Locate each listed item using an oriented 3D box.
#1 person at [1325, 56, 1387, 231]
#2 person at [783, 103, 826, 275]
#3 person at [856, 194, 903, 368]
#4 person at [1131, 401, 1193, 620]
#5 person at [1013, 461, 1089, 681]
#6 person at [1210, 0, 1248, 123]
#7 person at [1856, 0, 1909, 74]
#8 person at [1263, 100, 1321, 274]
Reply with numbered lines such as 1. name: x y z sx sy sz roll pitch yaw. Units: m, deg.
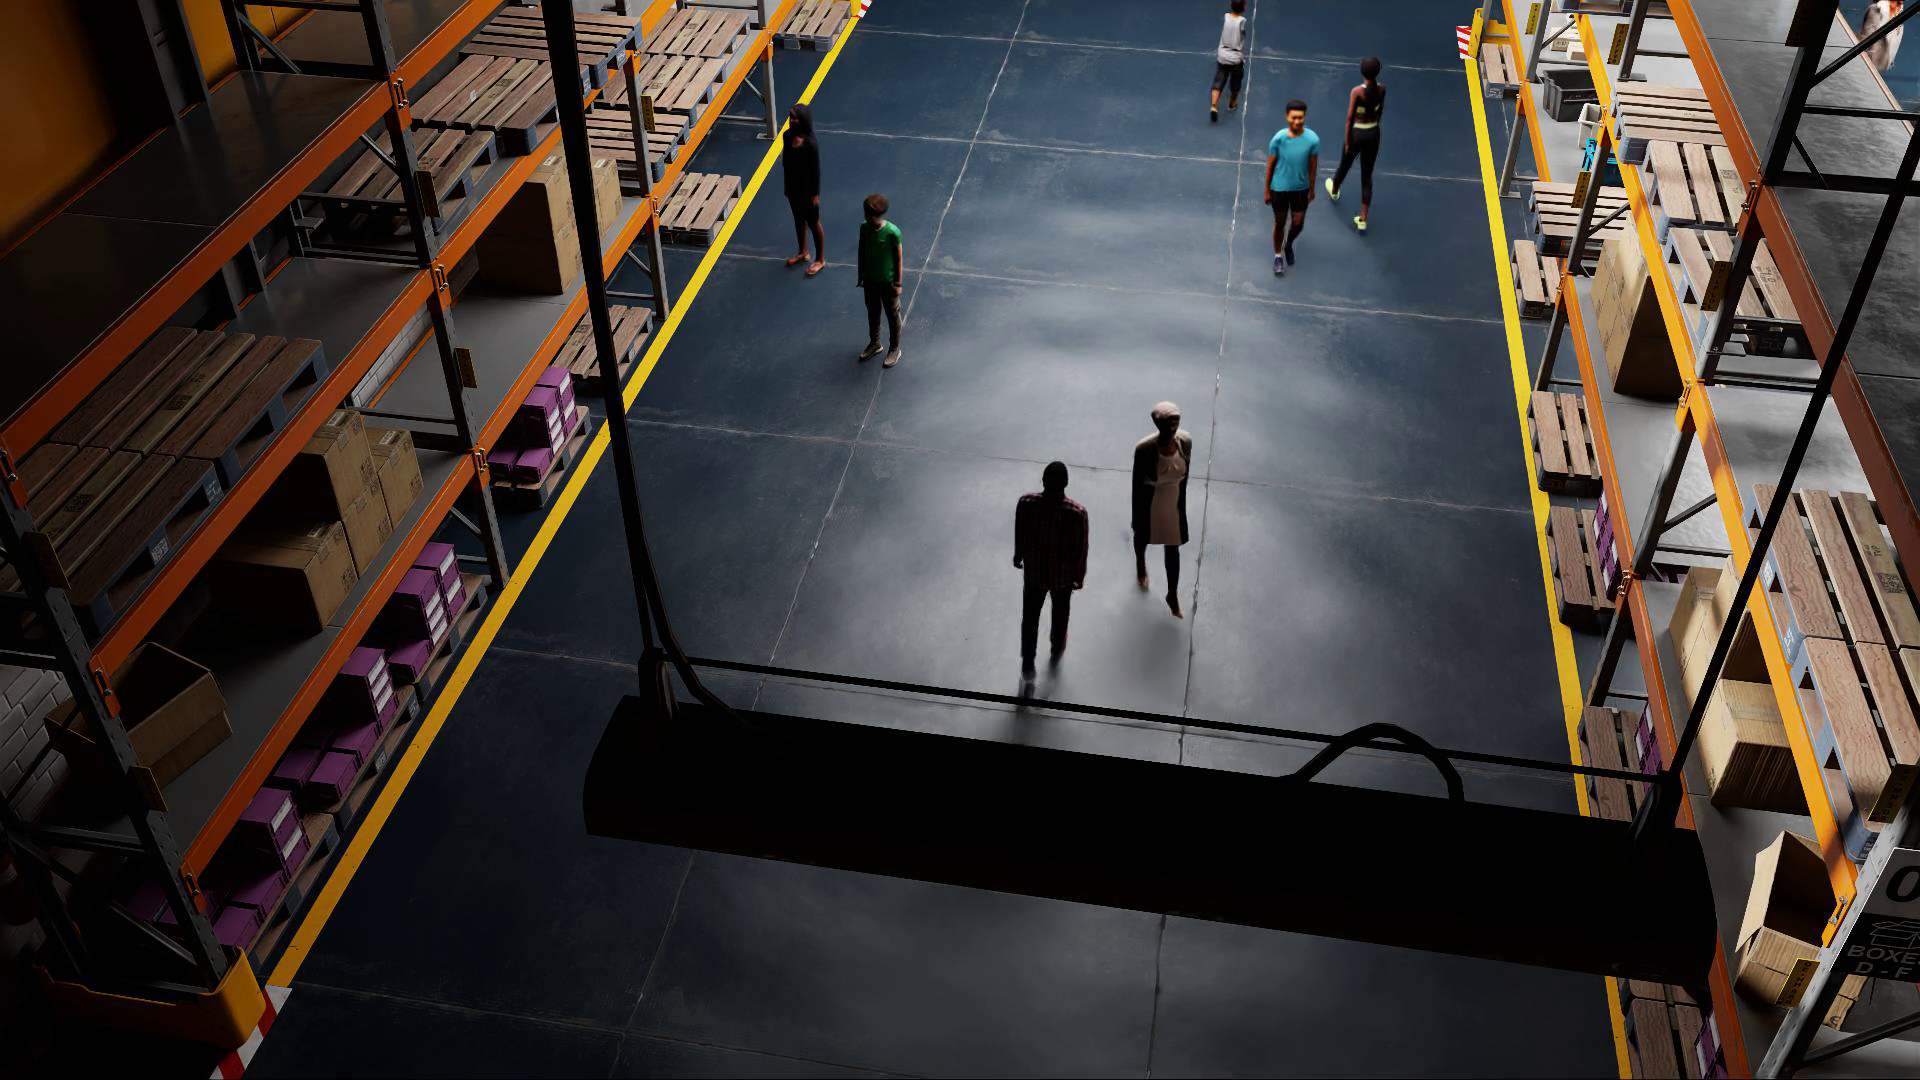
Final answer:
1. person: 4.106 -3.975 16.816 0.795 1.701 1.204 -4 39 -5
2. person: -1.513 -3.402 16.083 0.678 1.720 0.684 31 48 33
3. person: -0.697 -2.336 14.803 0.658 1.652 0.628 19 42 22
4. person: 1.430 -0.323 12.226 0.901 1.722 1.098 -9 39 -11
5. person: 0.593 0.223 11.520 0.709 1.750 0.965 8 39 10
6. person: 3.073 -5.554 19.009 0.697 1.431 1.049 15 41 18
7. person: 10.084 -5.444 18.518 1.071 1.873 1.101 -28 46 -30
8. person: 3.186 -3.441 16.095 0.649 1.766 0.629 5 39 6
